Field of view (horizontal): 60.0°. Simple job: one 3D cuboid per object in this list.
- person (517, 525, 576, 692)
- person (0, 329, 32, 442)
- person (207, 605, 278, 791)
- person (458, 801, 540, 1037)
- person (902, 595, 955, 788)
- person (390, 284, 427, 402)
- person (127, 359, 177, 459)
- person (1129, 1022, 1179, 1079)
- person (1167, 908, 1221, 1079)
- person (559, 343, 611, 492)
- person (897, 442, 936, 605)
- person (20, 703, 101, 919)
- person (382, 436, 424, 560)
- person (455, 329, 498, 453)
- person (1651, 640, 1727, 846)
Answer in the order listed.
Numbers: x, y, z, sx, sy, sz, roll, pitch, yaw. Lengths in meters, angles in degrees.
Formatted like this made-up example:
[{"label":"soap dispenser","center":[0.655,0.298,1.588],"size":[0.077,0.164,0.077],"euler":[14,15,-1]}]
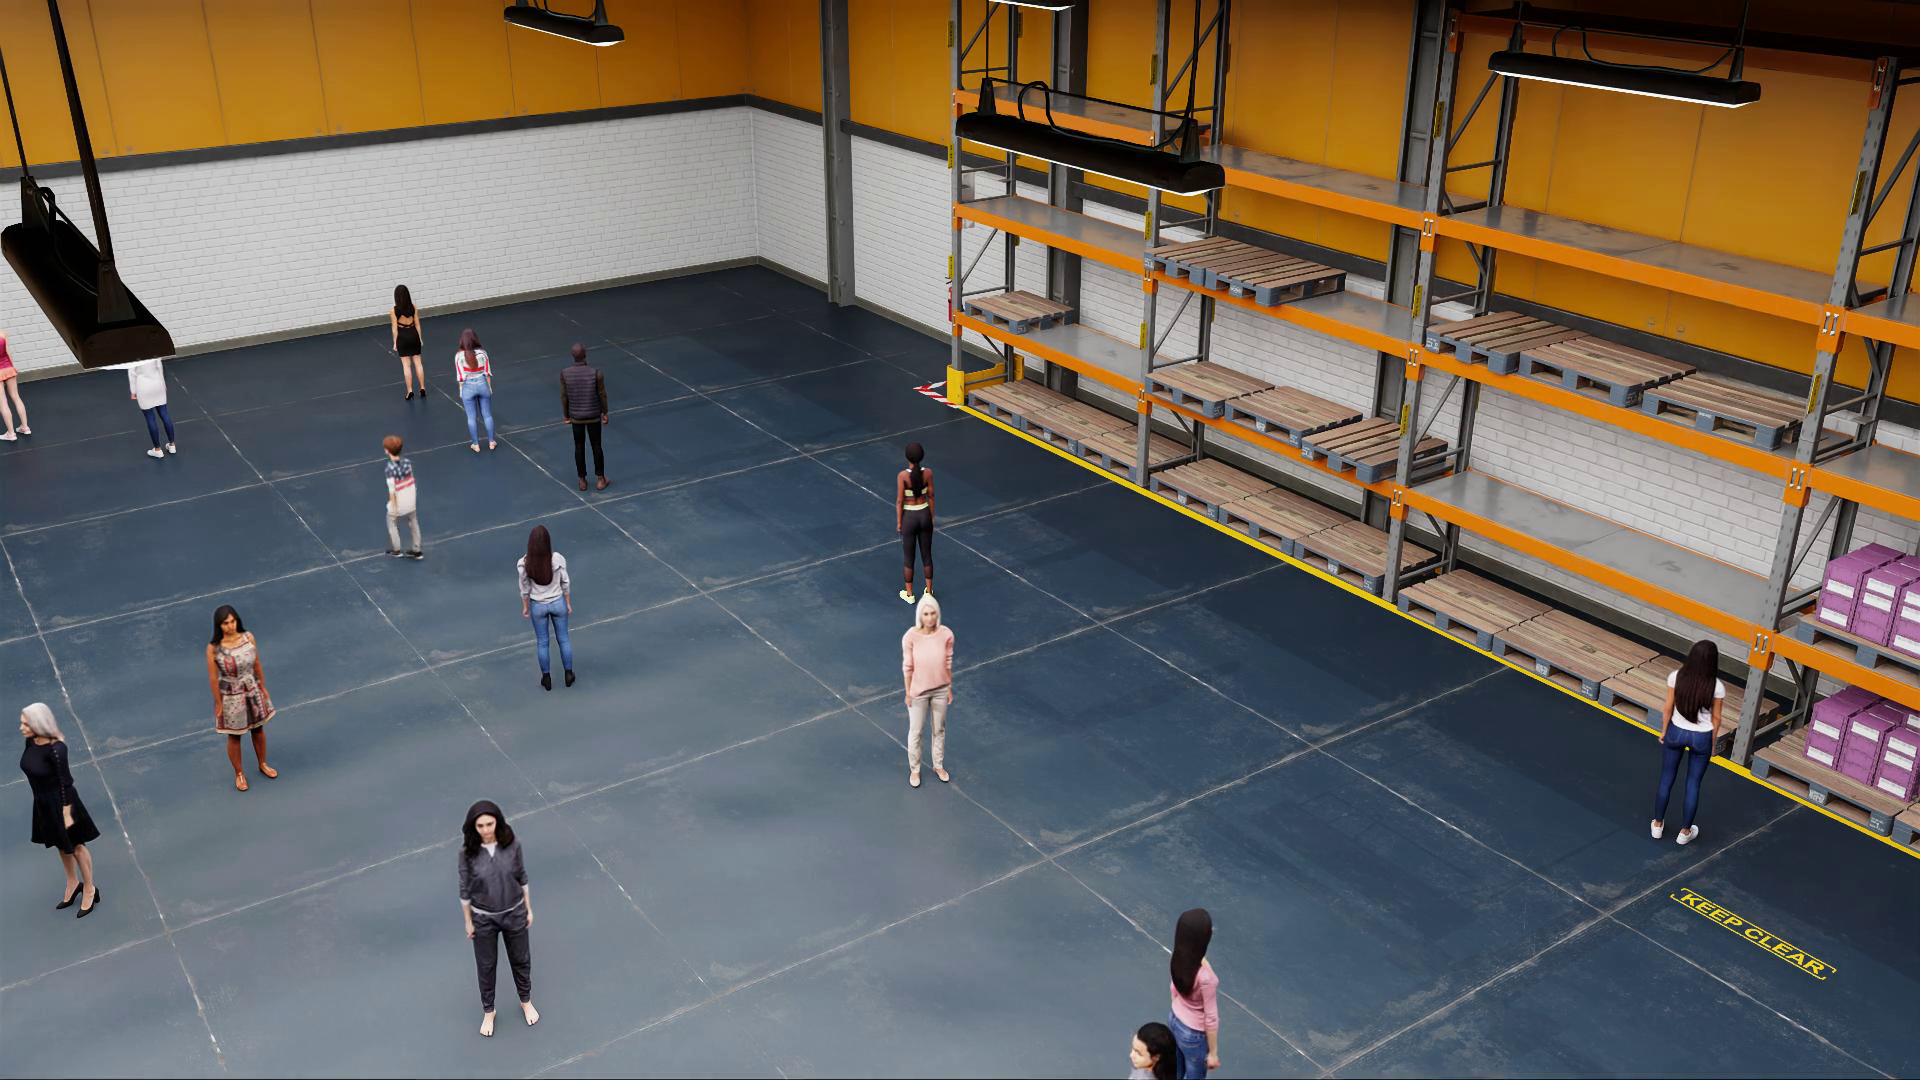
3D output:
[{"label":"person","center":[-3.849,0.627,15.555],"size":[0.661,1.633,0.617],"euler":[-7,25,-15]},{"label":"person","center":[-12.603,-2.194,21.859],"size":[0.710,1.753,0.666],"euler":[8,25,17]},{"label":"person","center":[-6.062,1.294,14.016],"size":[0.598,1.644,0.692],"euler":[21,31,39]},{"label":"person","center":[-3.088,2.492,11.126],"size":[0.642,1.763,0.581],"euler":[-9,25,-21]},{"label":"person","center":[-0.267,1.248,14.021],"size":[0.663,1.726,0.632],"euler":[-7,24,-15]},{"label":"person","center":[-7.730,-2.772,23.311],"size":[0.557,1.650,0.469],"euler":[-15,28,-31]},{"label":"person","center":[-10.350,-1.933,21.236],"size":[0.623,1.775,0.663],"euler":[18,30,36]},{"label":"person","center":[1.074,3.363,9.181],"size":[0.727,1.727,0.579],"euler":[-8,25,-17]},{"label":"person","center":[1.389,2.969,10.063],"size":[0.667,1.742,0.496],"euler":[-10,26,-22]},{"label":"person","center":[-4.548,-1.503,20.176],"size":[0.775,1.835,0.778],"euler":[-1,24,-2]},{"label":"person","center":[-0.449,-0.183,17.256],"size":[0.616,1.755,0.605],"euler":[-7,25,-16]},{"label":"person","center":[-6.685,1.985,12.308],"size":[0.640,1.747,0.746],"euler":[13,27,26]},{"label":"person","center":[-6.088,-0.447,18.277],"size":[0.752,1.421,0.646],"euler":[15,28,31]},{"label":"person","center":[-6.256,-1.944,21.465],"size":[0.632,1.612,0.563],"euler":[-10,26,-22]},{"label":"person","center":[5.769,1.592,13.171],"size":[0.572,1.775,0.712],"euler":[15,28,31]}]
